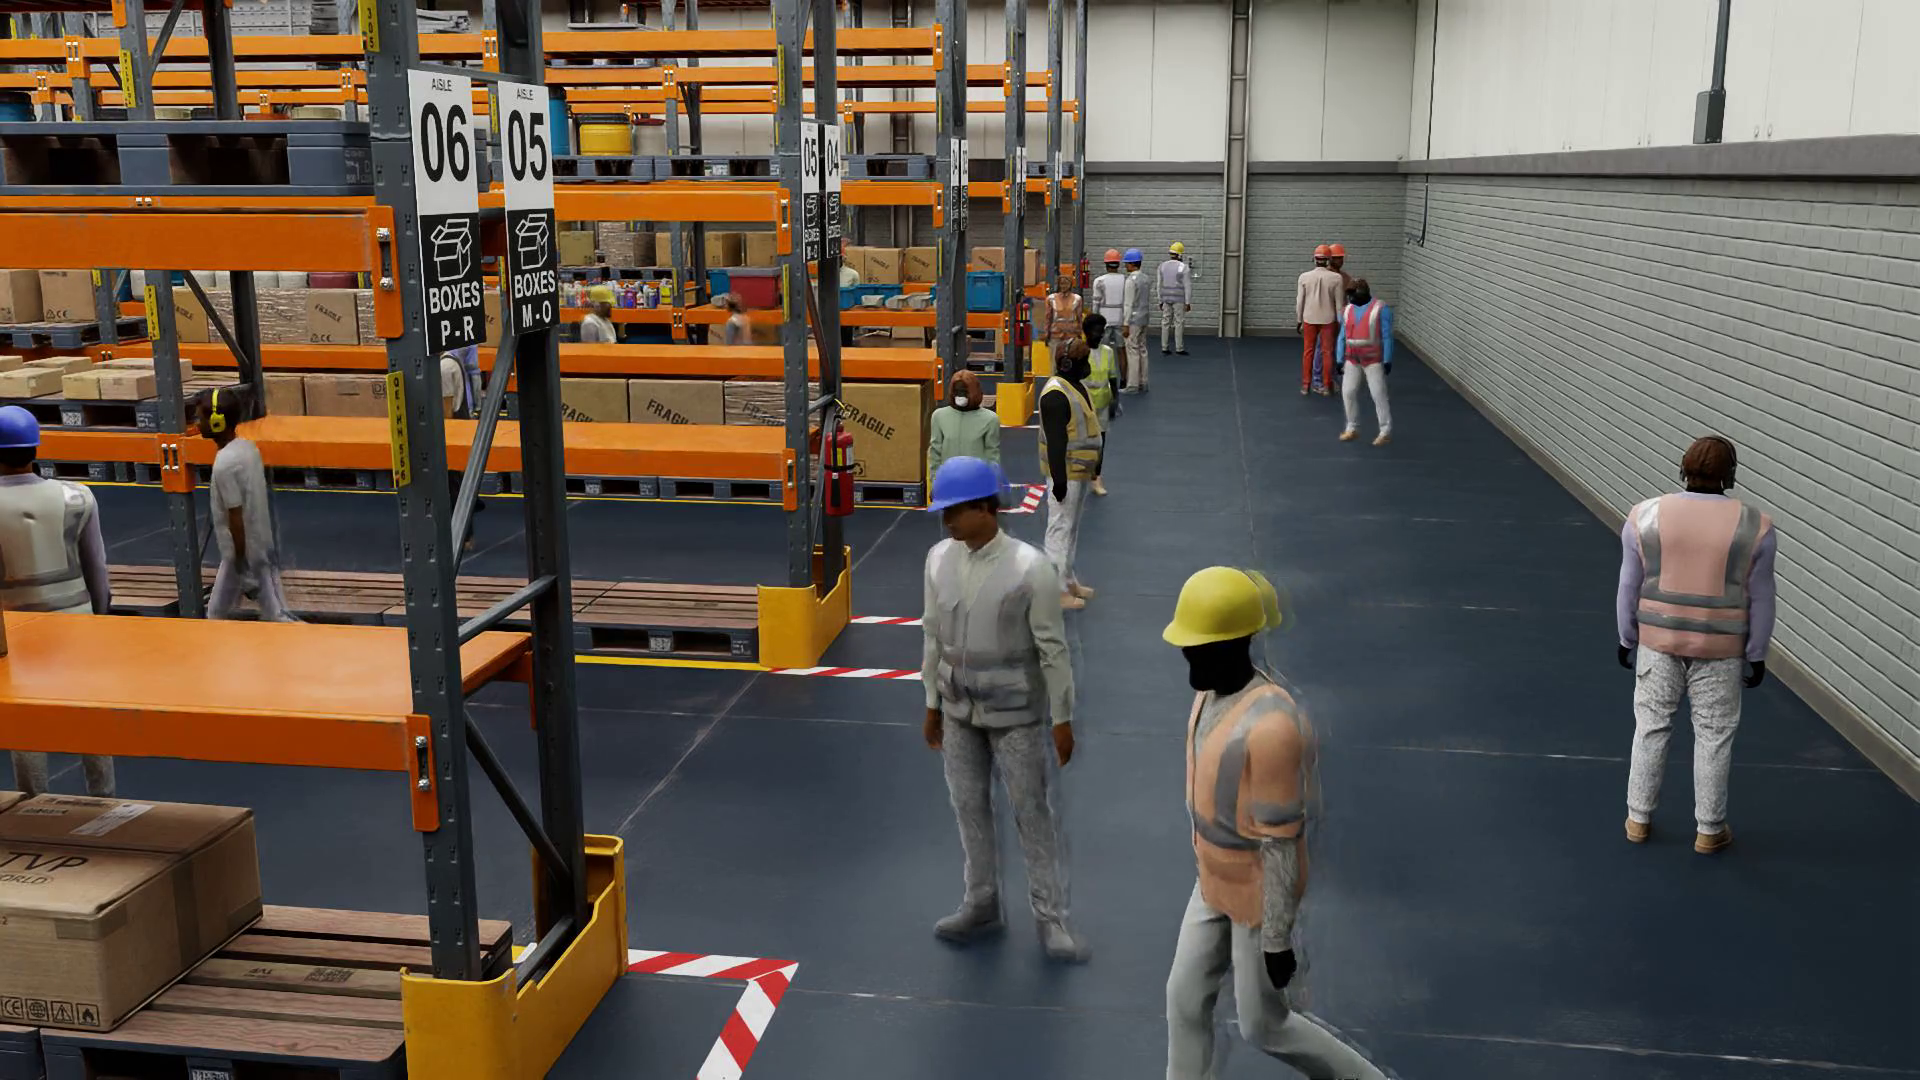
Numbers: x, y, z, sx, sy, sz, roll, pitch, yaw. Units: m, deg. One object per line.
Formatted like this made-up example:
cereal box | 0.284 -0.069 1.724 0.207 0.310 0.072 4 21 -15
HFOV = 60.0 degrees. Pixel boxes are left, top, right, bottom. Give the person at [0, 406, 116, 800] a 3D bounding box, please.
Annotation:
person | -4.094 0.376 7.383 0.605 1.949 0.401 -10 16 -37

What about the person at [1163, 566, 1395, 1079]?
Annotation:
person | 0.898 0.978 4.826 0.818 1.890 0.629 -2 13 -10

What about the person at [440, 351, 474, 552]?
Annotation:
person | -4.014 -0.820 13.058 0.345 1.836 0.515 -3 13 -15

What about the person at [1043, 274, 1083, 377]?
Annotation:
person | 1.353 -2.658 21.818 0.547 1.630 0.316 -1 13 -6

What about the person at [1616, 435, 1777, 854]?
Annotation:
person | 3.201 0.455 7.272 0.633 1.843 0.429 7 14 29

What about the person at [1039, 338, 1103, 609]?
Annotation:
person | 0.760 -0.462 11.410 0.429 1.842 0.637 4 13 17

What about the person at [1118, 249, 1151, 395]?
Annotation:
person | 2.340 -2.925 22.309 0.413 1.938 0.611 7 14 30

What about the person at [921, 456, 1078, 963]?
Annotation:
person | 0.172 0.648 6.276 0.756 1.916 0.401 9 15 34

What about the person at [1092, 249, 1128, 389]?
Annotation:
person | 2.045 -2.937 22.399 0.549 1.928 0.388 0 12 -1

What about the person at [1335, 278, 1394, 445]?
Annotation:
person | 4.460 -1.964 18.286 0.434 1.804 0.676 -11 17 -42

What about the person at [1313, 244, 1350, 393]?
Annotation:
person | 5.027 -2.975 22.428 0.628 1.993 0.406 -8 15 -33

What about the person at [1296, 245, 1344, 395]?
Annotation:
person | 4.803 -2.934 22.220 0.623 1.992 0.396 4 13 16

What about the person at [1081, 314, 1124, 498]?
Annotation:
person | 1.215 -1.227 15.208 0.544 1.687 0.406 -10 16 -37

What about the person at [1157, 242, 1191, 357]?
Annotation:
person | 3.477 -3.882 26.872 0.600 1.829 0.404 10 16 37

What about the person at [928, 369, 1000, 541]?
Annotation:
person | 0.027 -0.362 11.433 0.499 1.633 0.279 2 13 9

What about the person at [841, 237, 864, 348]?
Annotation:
person | -1.810 -4.056 27.534 0.676 1.894 0.457 6 14 26
